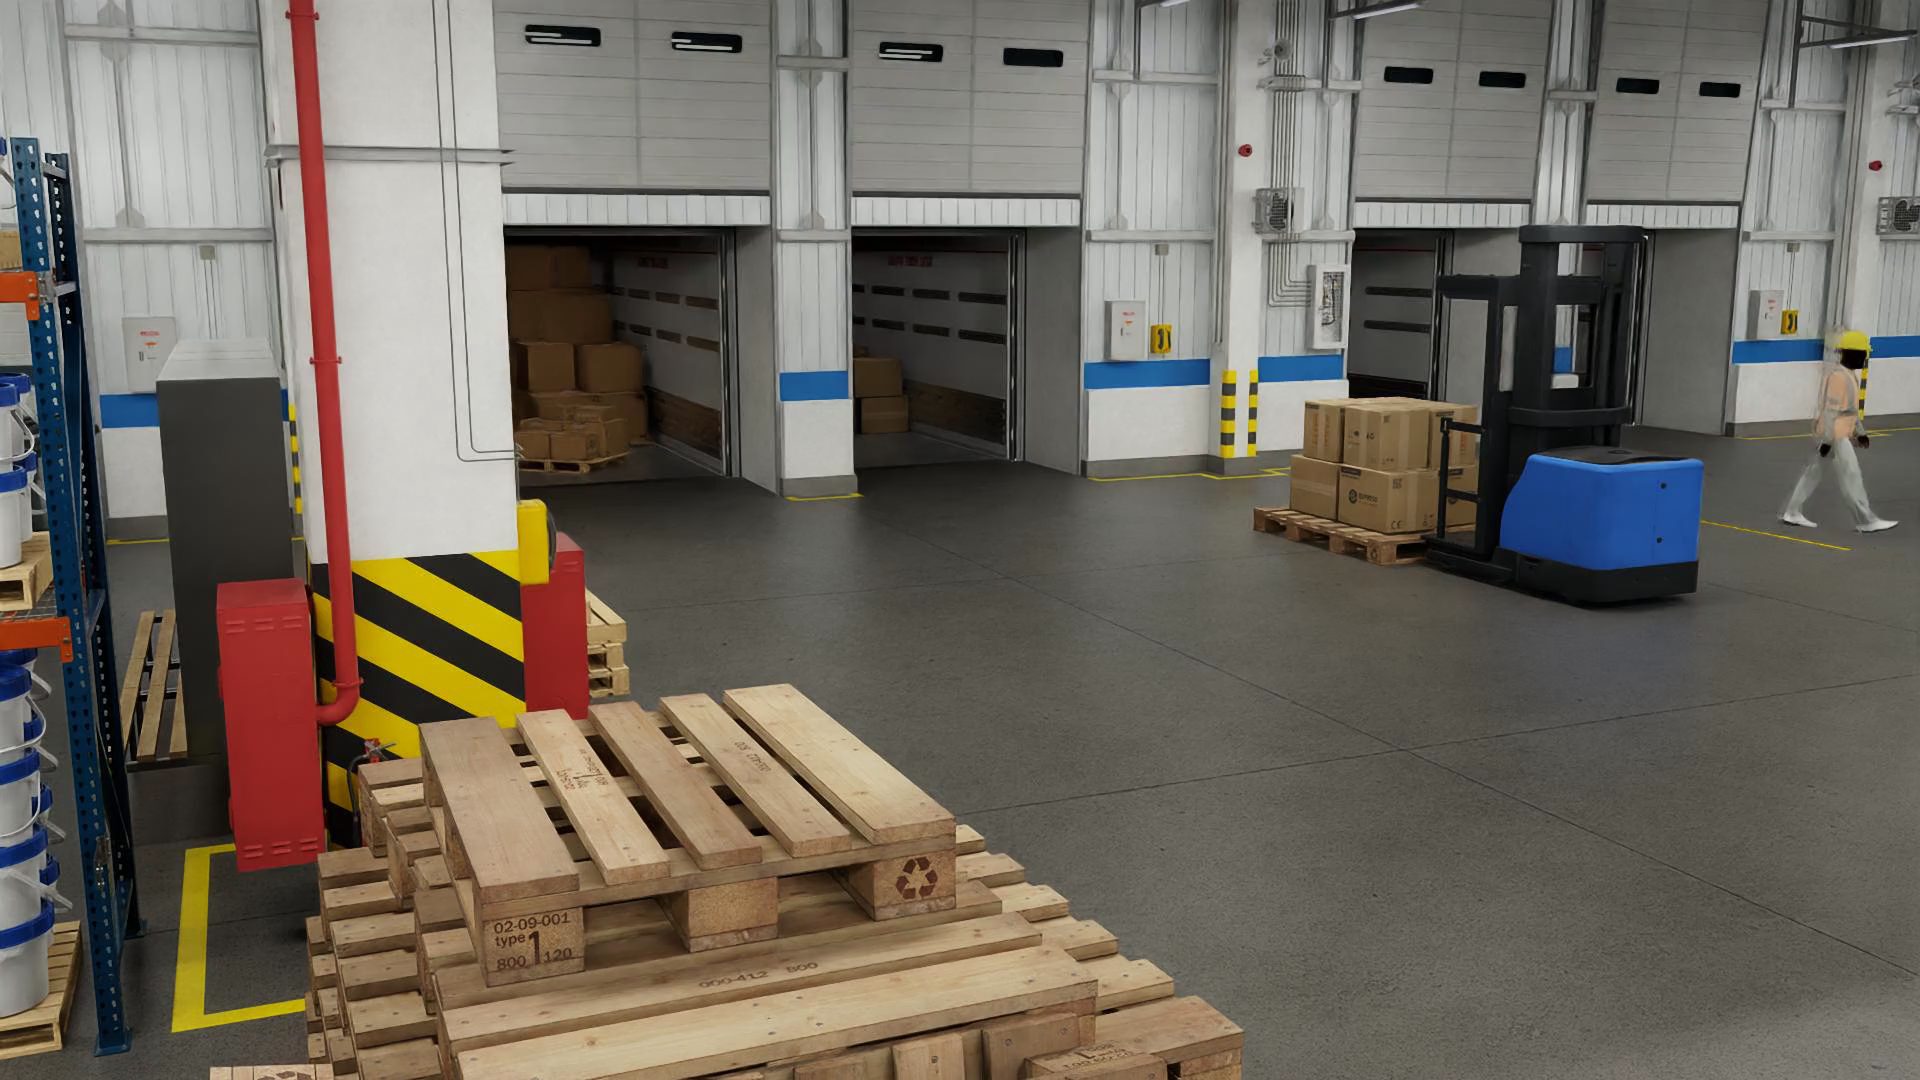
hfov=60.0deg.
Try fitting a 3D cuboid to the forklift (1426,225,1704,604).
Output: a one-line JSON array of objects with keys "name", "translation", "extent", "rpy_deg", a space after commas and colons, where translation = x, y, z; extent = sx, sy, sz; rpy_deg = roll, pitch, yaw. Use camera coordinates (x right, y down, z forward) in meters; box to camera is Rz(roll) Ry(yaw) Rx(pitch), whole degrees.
[{"name": "forklift", "translation": [4.755, -1.046, 12.953], "extent": [1.129, 2.768, 1.873], "rpy_deg": [-4, 11, -23]}]

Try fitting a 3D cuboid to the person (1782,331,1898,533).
[{"name": "person", "translation": [8.247, -1.009, 15.515], "extent": [0.979, 1.872, 0.610], "rpy_deg": [6, 12, 30]}]
